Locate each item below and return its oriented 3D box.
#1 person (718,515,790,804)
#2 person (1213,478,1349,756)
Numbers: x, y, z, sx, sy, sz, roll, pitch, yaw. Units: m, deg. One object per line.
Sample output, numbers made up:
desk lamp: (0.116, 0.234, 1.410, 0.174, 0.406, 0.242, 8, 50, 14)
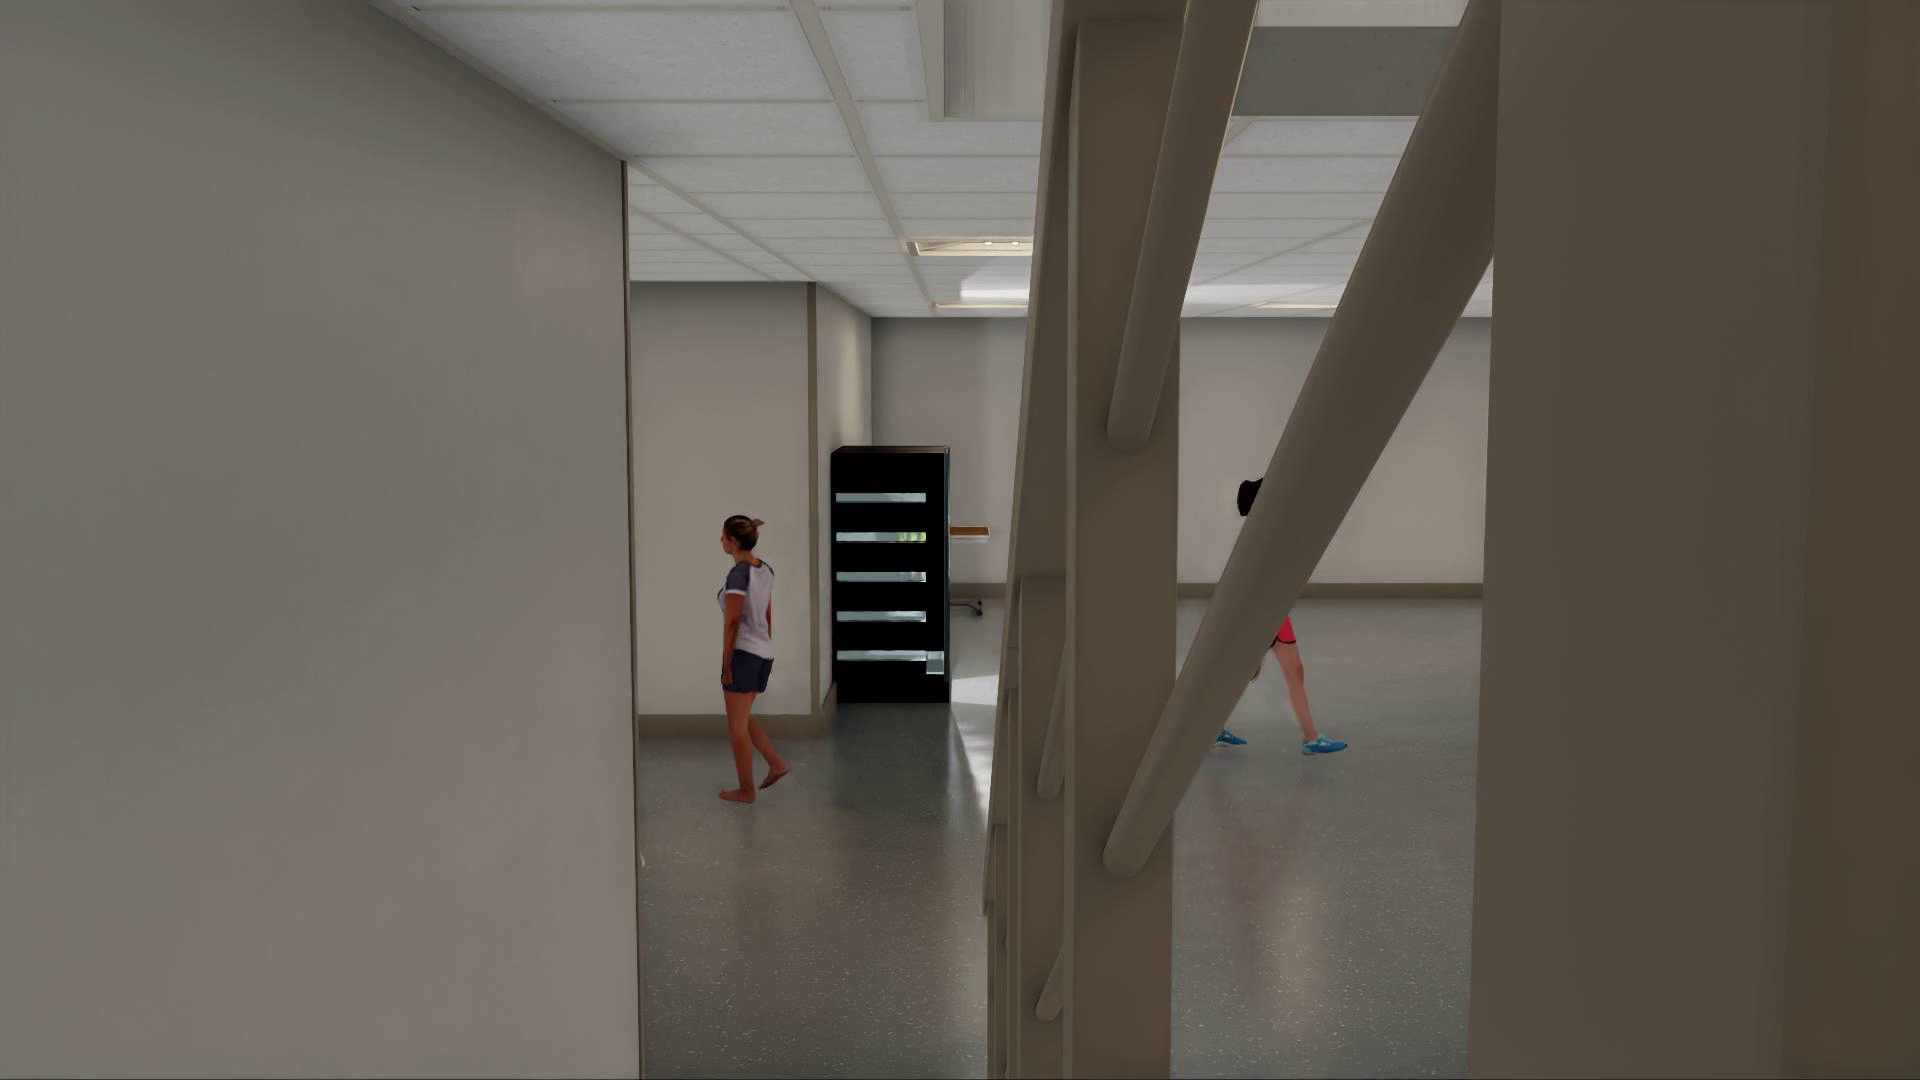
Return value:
person: (-1.128, 0.671, 9.271, 0.739, 1.615, 0.668, 2, 6, 22)
person: (1.827, 0.507, 10.361, 0.715, 1.723, 1.051, 0, 6, 4)
